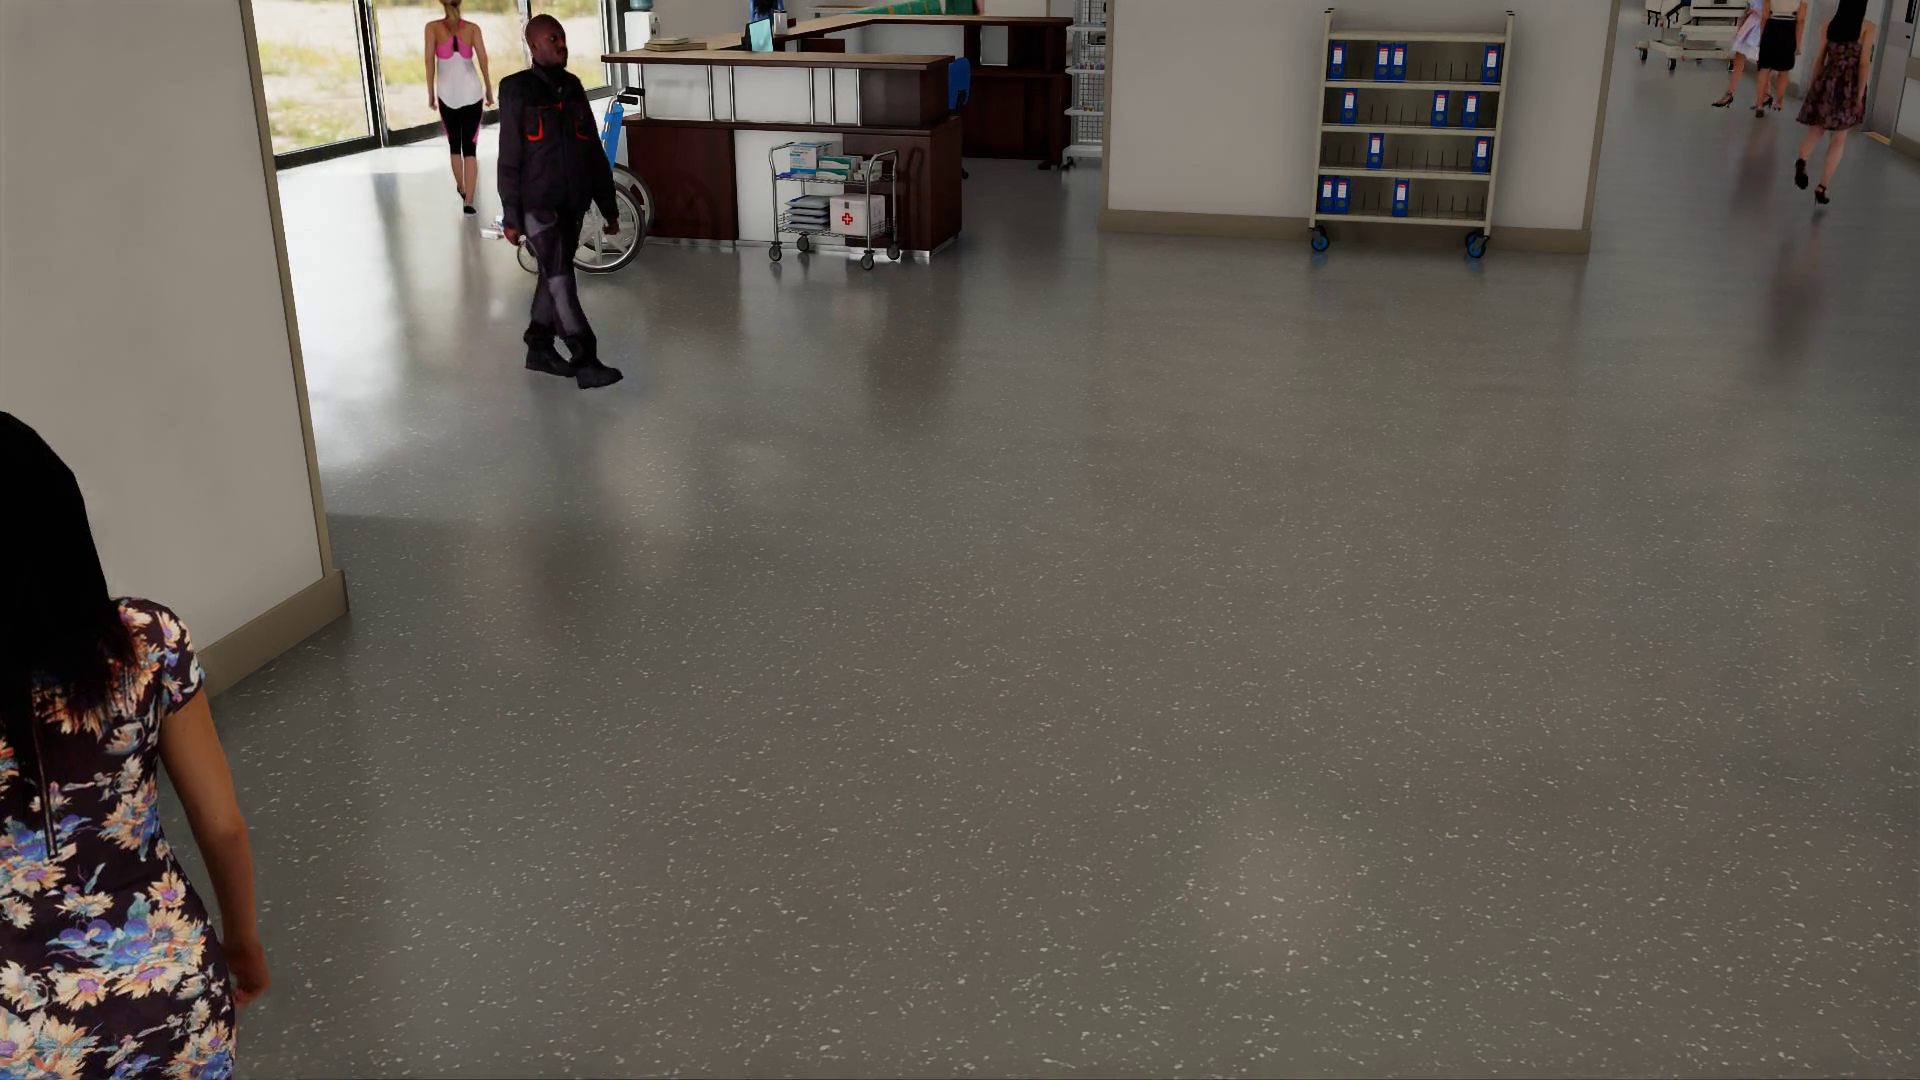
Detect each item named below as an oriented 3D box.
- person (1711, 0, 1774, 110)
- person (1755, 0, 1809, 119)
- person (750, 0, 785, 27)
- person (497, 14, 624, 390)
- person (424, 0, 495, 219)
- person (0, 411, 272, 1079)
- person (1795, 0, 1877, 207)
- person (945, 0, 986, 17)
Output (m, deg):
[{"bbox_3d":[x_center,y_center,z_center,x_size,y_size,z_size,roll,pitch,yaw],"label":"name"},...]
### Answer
[{"bbox_3d":[9.608,-6.023,19.833,0.968,1.770,0.682,2,21,6],"label":"person"},{"bbox_3d":[9.223,-5.594,18.794,1.141,1.703,0.965,14,25,32],"label":"person"},{"bbox_3d":[-2.454,-6.498,21.169,0.452,1.712,0.655,5,21,13],"label":"person"},{"bbox_3d":[-2.108,-1.672,8.308,1.163,1.797,0.936,14,25,32],"label":"person"},{"bbox_3d":[-3.835,-3.336,12.778,1.158,1.742,1.078,-6,22,-15],"label":"person"},{"bbox_3d":[-1.130,0.704,2.195,1.085,1.683,1.175,-13,24,-30],"label":"person"},{"bbox_3d":[6.910,-3.489,13.168,1.073,1.751,0.987,19,28,41],"label":"person"},{"bbox_3d":[0.025,-5.756,19.043,0.708,1.831,0.808,12,24,30],"label":"person"}]
